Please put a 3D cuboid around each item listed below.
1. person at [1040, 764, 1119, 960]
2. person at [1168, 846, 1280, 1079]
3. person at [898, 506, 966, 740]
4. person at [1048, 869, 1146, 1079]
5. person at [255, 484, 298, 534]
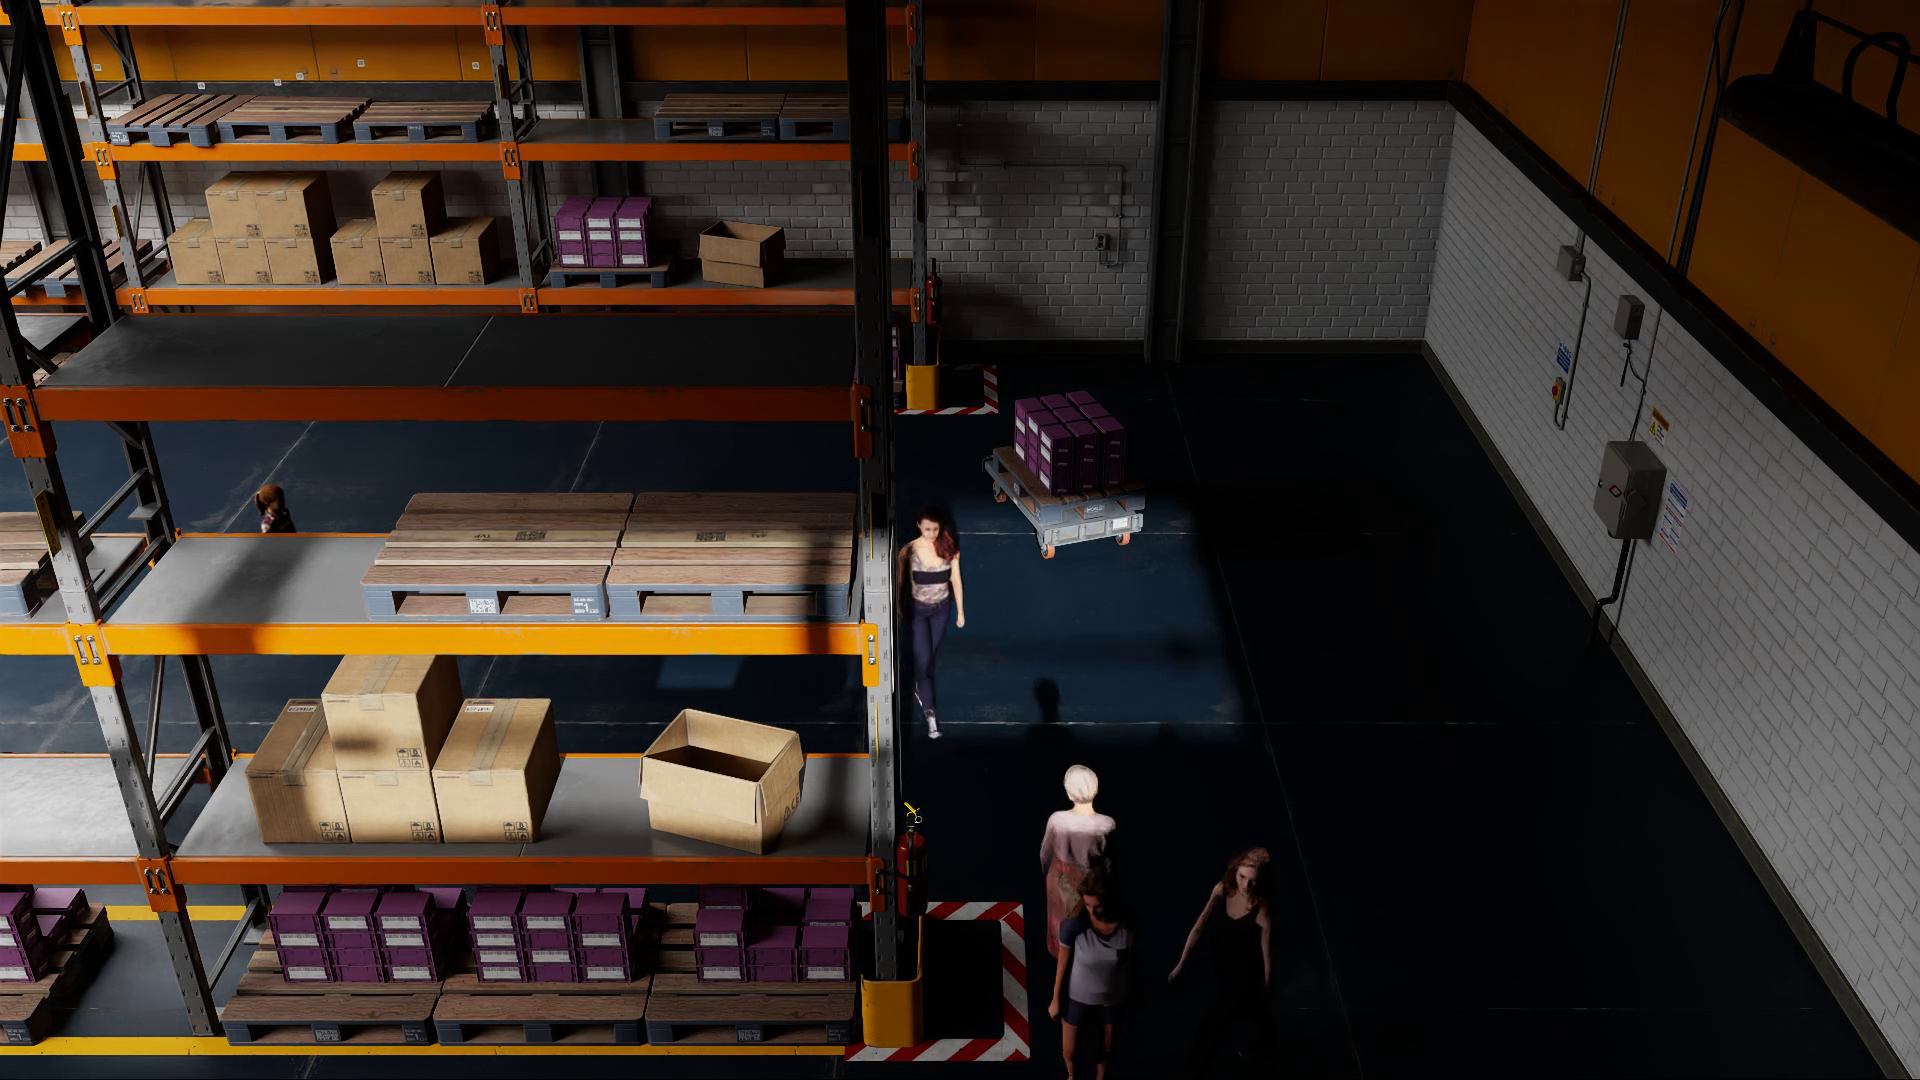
[{"bbox_3d":[0.675,2.055,9.497,0.682,1.674,0.687,3,29,5],"label":"person"},{"bbox_3d":[1.571,2.301,9.039,1.245,1.679,1.061,-18,34,-30],"label":"person"},{"bbox_3d":[-0.258,0.499,12.277,1.020,1.742,0.878,-8,30,-15],"label":"person"},{"bbox_3d":[0.700,2.398,8.824,0.503,1.714,0.725,-6,29,-11],"label":"person"},{"bbox_3d":[-5.454,0.130,13.409,0.515,1.305,0.529,2,29,4],"label":"person"}]
